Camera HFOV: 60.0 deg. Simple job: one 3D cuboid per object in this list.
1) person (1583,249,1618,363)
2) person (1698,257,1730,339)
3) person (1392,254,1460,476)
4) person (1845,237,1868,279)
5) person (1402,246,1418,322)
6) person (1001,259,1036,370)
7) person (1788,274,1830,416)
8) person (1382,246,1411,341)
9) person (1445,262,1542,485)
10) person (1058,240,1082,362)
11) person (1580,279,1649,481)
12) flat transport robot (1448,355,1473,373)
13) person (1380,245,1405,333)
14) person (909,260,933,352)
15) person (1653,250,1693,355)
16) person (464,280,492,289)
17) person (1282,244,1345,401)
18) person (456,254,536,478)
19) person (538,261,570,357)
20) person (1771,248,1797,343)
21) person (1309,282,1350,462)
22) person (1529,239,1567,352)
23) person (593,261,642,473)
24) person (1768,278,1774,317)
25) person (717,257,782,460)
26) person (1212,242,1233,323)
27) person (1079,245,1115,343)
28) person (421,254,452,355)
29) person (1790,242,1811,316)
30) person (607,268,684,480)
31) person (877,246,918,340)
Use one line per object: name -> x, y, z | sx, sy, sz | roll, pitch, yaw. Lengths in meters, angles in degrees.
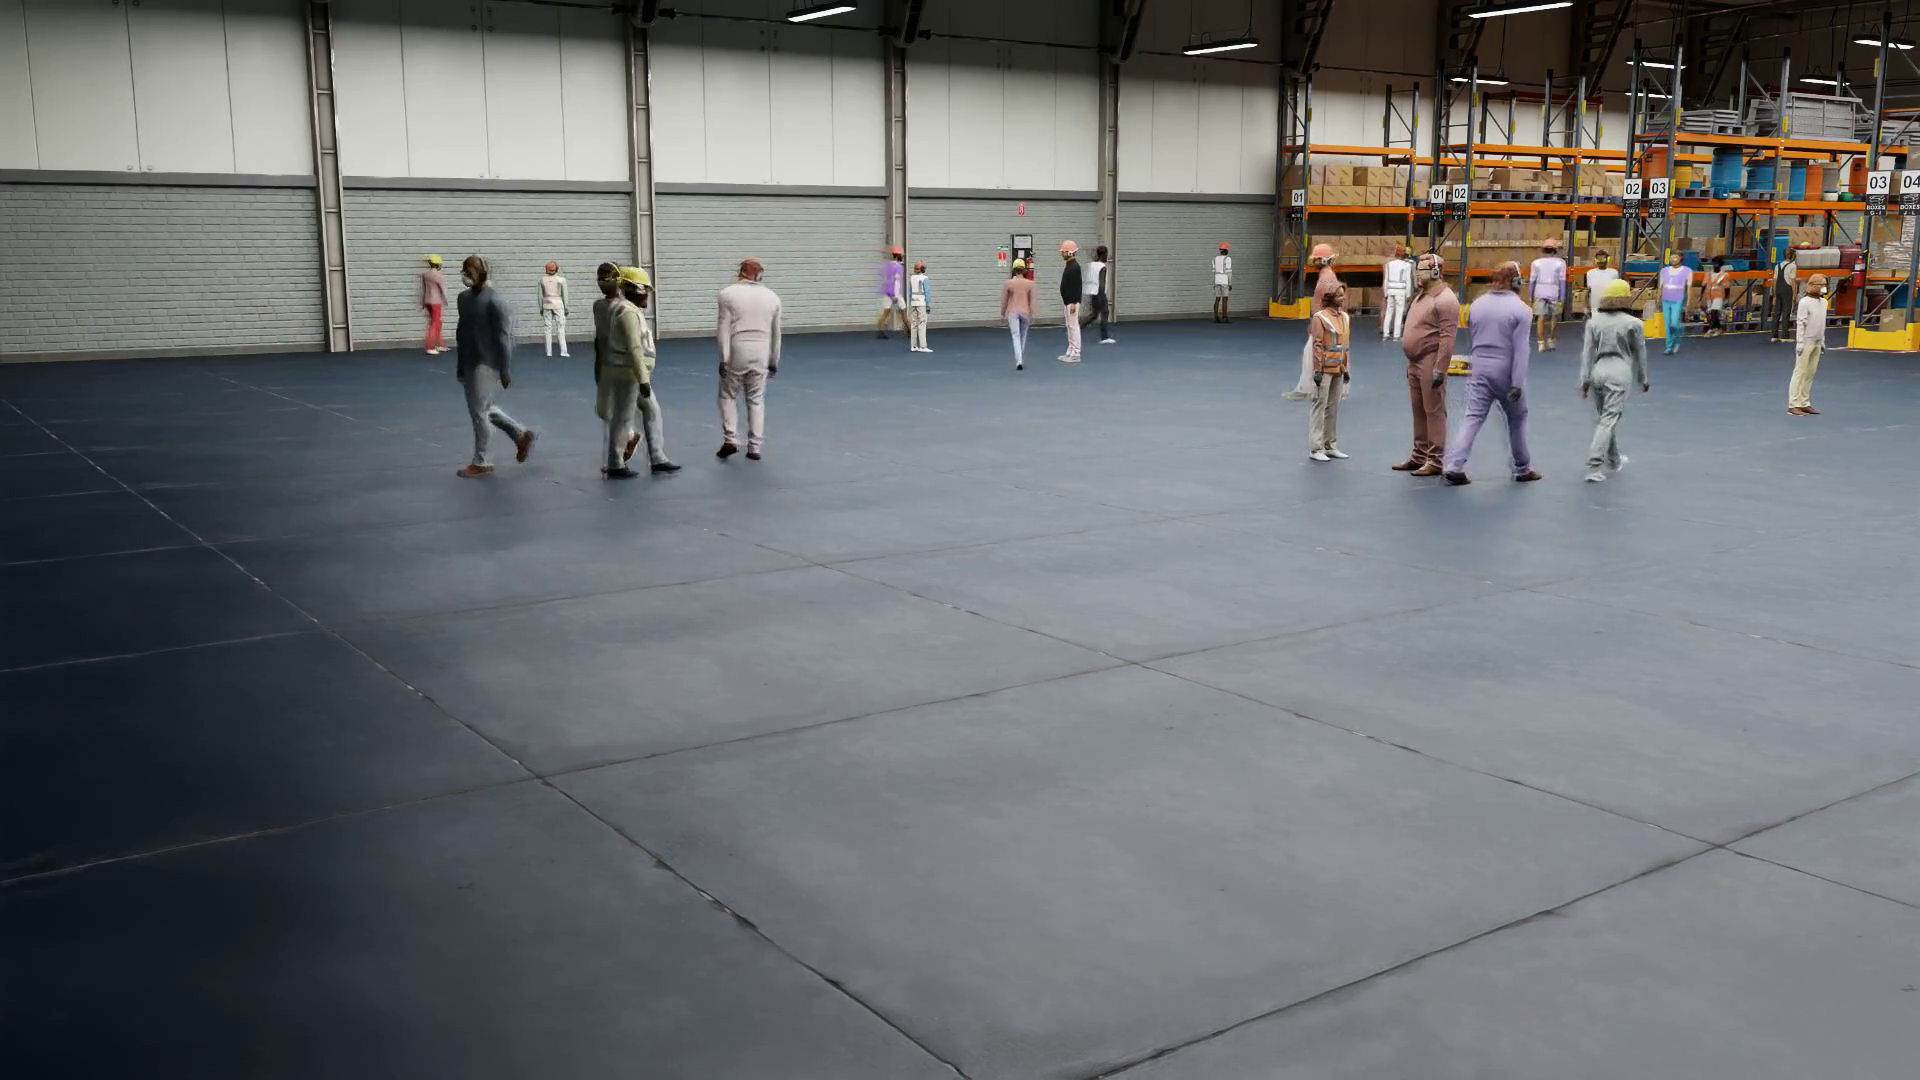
person -> 10.481, -3.822, 27.224 | 0.510, 1.850, 0.413 | 6, 12, 31
person -> 15.406, -4.941, 33.892 | 0.868, 1.659, 0.537 | -7, 12, -32
person -> 4.029, -1.511, 14.404 | 0.406, 1.911, 0.639 | -2, 10, -9
person -> 25.644, -7.620, 47.535 | 0.608, 2.044, 0.385 | 6, 12, 28
person -> 10.806, -6.183, 40.291 | 0.524, 1.840, 0.610 | -7, 13, -36
person -> 0.920, -3.528, 25.990 | 0.529, 1.723, 0.904 | -1, 10, -5
person -> 9.850, -2.258, 19.253 | 0.503, 1.632, 0.271 | -6, 12, -31
person -> 8.642, -4.855, 32.878 | 0.385, 1.870, 0.578 | -10, 14, -43
person -> 4.467, -1.376, 13.827 | 0.994, 1.861, 0.637 | -8, 13, -36
person -> 1.816, -3.936, 27.461 | 0.395, 1.993, 0.614 | -1, 10, -6
person -> 5.586, -1.366, 14.205 | 0.918, 1.693, 0.484 | -9, 14, -42
flat transport robot -> 7.552, -2.683, 25.317 | 0.652, 0.197, 1.431 | 4, 11, 22
person -> 9.323, -5.341, 35.454 | 0.751, 1.881, 0.681 | -1, 10, -7
person -> -0.713, -4.172, 29.733 | 0.310, 1.638, 0.522 | -8, 13, -39
person -> 12.419, -4.134, 28.989 | 0.455, 1.827, 0.572 | -8, 13, -36
person -> -6.960, -3.188, 24.013 | 0.326, 1.760, 0.524 | 5, 12, 27
person -> 4.471, -2.726, 20.931 | 0.899, 1.957, 0.622 | 3, 11, 16
person -> -4.065, -1.520, 14.441 | 0.768, 1.914, 0.638 | -10, 14, -44
person -> -6.961, -3.947, 28.490 | 0.514, 1.642, 0.314 | 1, 10, 5
person -> 16.066, -4.756, 32.386 | 0.343, 1.839, 0.506 | -4, 11, -21
person -> 3.417, -1.554, 15.363 | 0.520, 1.645, 0.307 | -10, 14, -43
person -> 10.588, -4.398, 29.942 | 0.636, 2.009, 0.924 | 5, 11, 26
person -> -3.015, -1.524, 14.643 | 0.548, 1.846, 0.550 | 6, 12, 30
person -> 19.736, -6.248, 40.303 | 0.376, 1.934, 0.547 | -4, 11, -21
person -> -1.948, -1.681, 15.461 | 0.662, 1.866, 0.488 | -5, 12, -27
person -> 6.268, -6.130, 39.645 | 0.362, 1.939, 0.542 | -9, 14, -41
person -> 2.636, -4.760, 32.259 | 0.764, 1.897, 0.608 | -4, 11, -20
person -> -9.159, -4.143, 29.274 | 0.557, 1.733, 0.773 | 7, 12, 32
person -> 21.331, -6.586, 42.176 | 0.383, 1.924, 0.594 | -6, 12, -31
person -> -2.673, -1.401, 14.118 | 0.785, 1.784, 0.648 | -2, 10, -9
person -> -1.274, -4.977, 33.493 | 1.029, 1.871, 0.559 | -7, 13, -35
